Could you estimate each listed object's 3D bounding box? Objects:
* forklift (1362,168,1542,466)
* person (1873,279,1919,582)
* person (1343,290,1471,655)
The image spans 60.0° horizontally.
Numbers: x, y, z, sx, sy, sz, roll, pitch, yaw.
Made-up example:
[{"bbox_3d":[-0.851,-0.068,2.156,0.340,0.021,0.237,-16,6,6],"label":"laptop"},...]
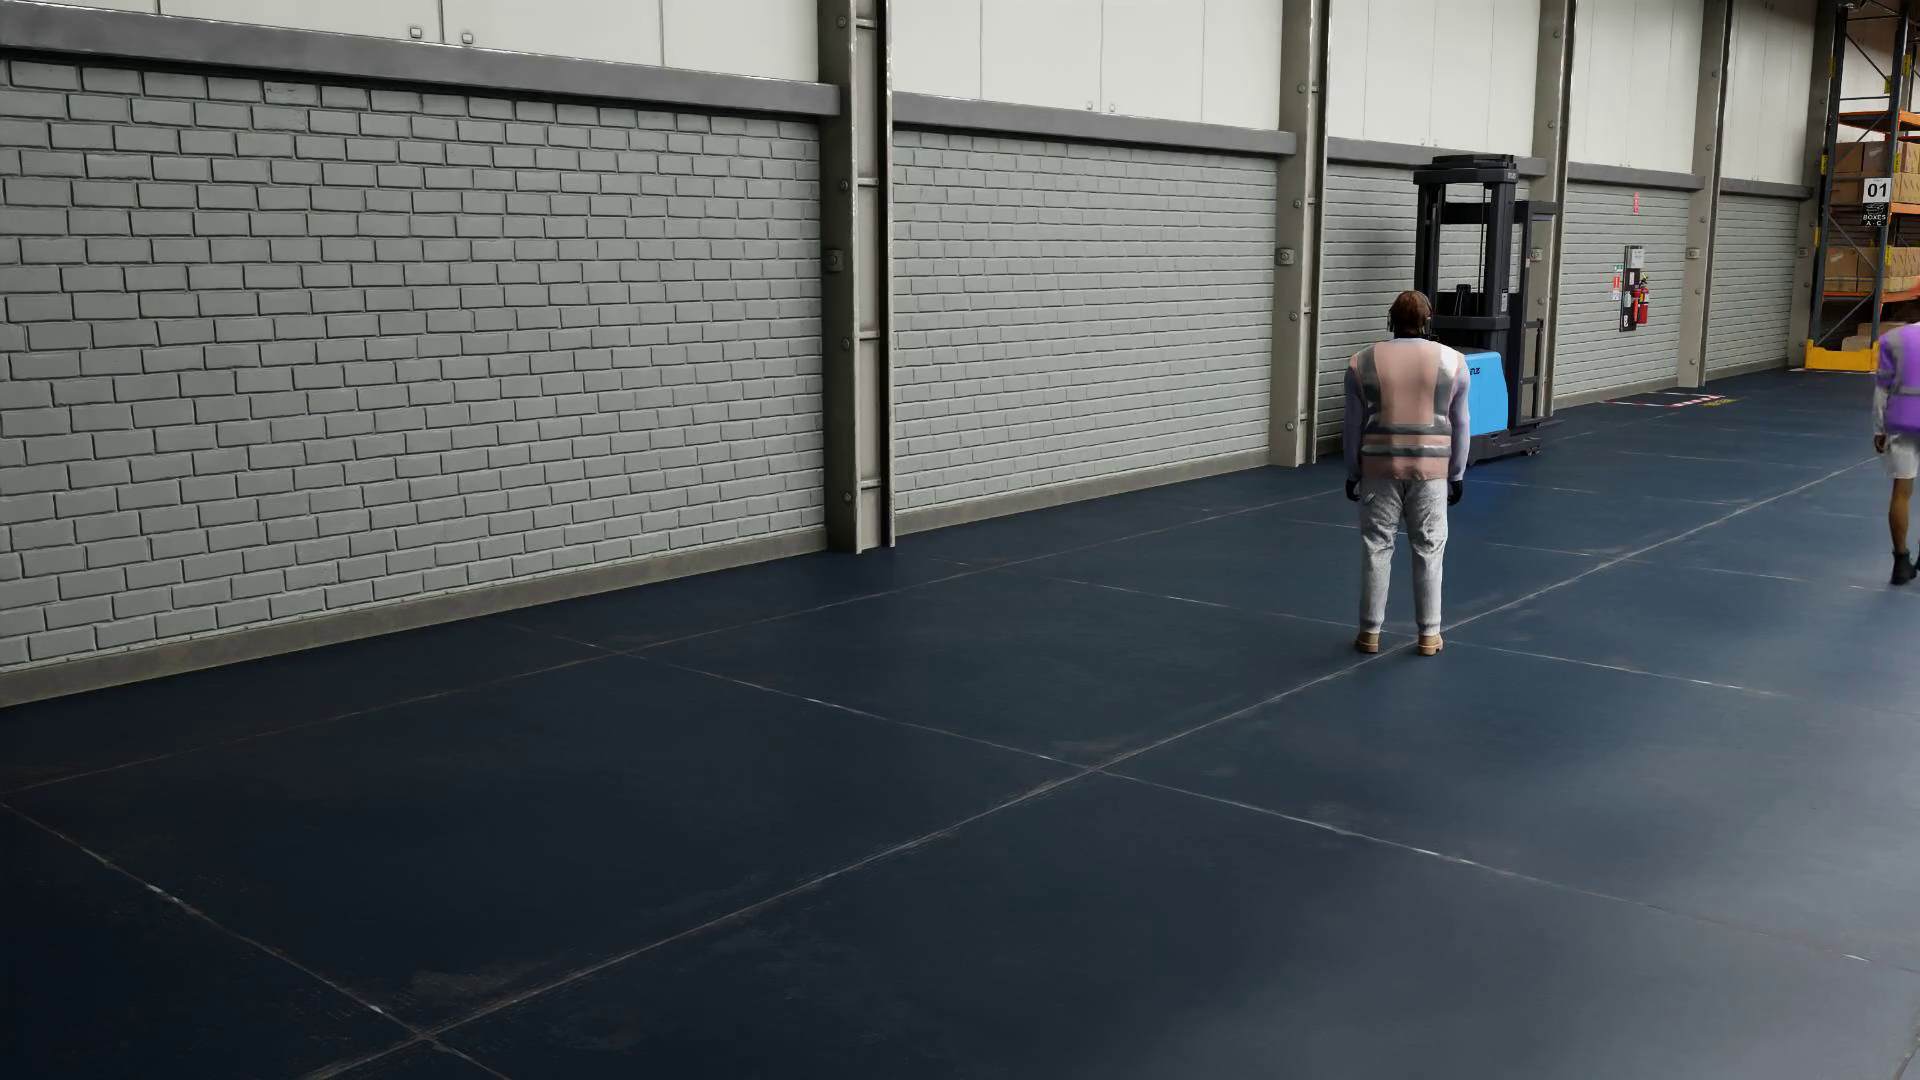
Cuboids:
[{"bbox_3d":[4.875,-2.212,16.287,1.129,2.768,1.873,8,13,40],"label":"forklift"},{"bbox_3d":[6.003,-0.711,10.347,0.581,1.917,0.608,8,13,39],"label":"person"},{"bbox_3d":[2.259,-0.340,8.466,0.626,1.844,0.429,2,10,13],"label":"person"}]
